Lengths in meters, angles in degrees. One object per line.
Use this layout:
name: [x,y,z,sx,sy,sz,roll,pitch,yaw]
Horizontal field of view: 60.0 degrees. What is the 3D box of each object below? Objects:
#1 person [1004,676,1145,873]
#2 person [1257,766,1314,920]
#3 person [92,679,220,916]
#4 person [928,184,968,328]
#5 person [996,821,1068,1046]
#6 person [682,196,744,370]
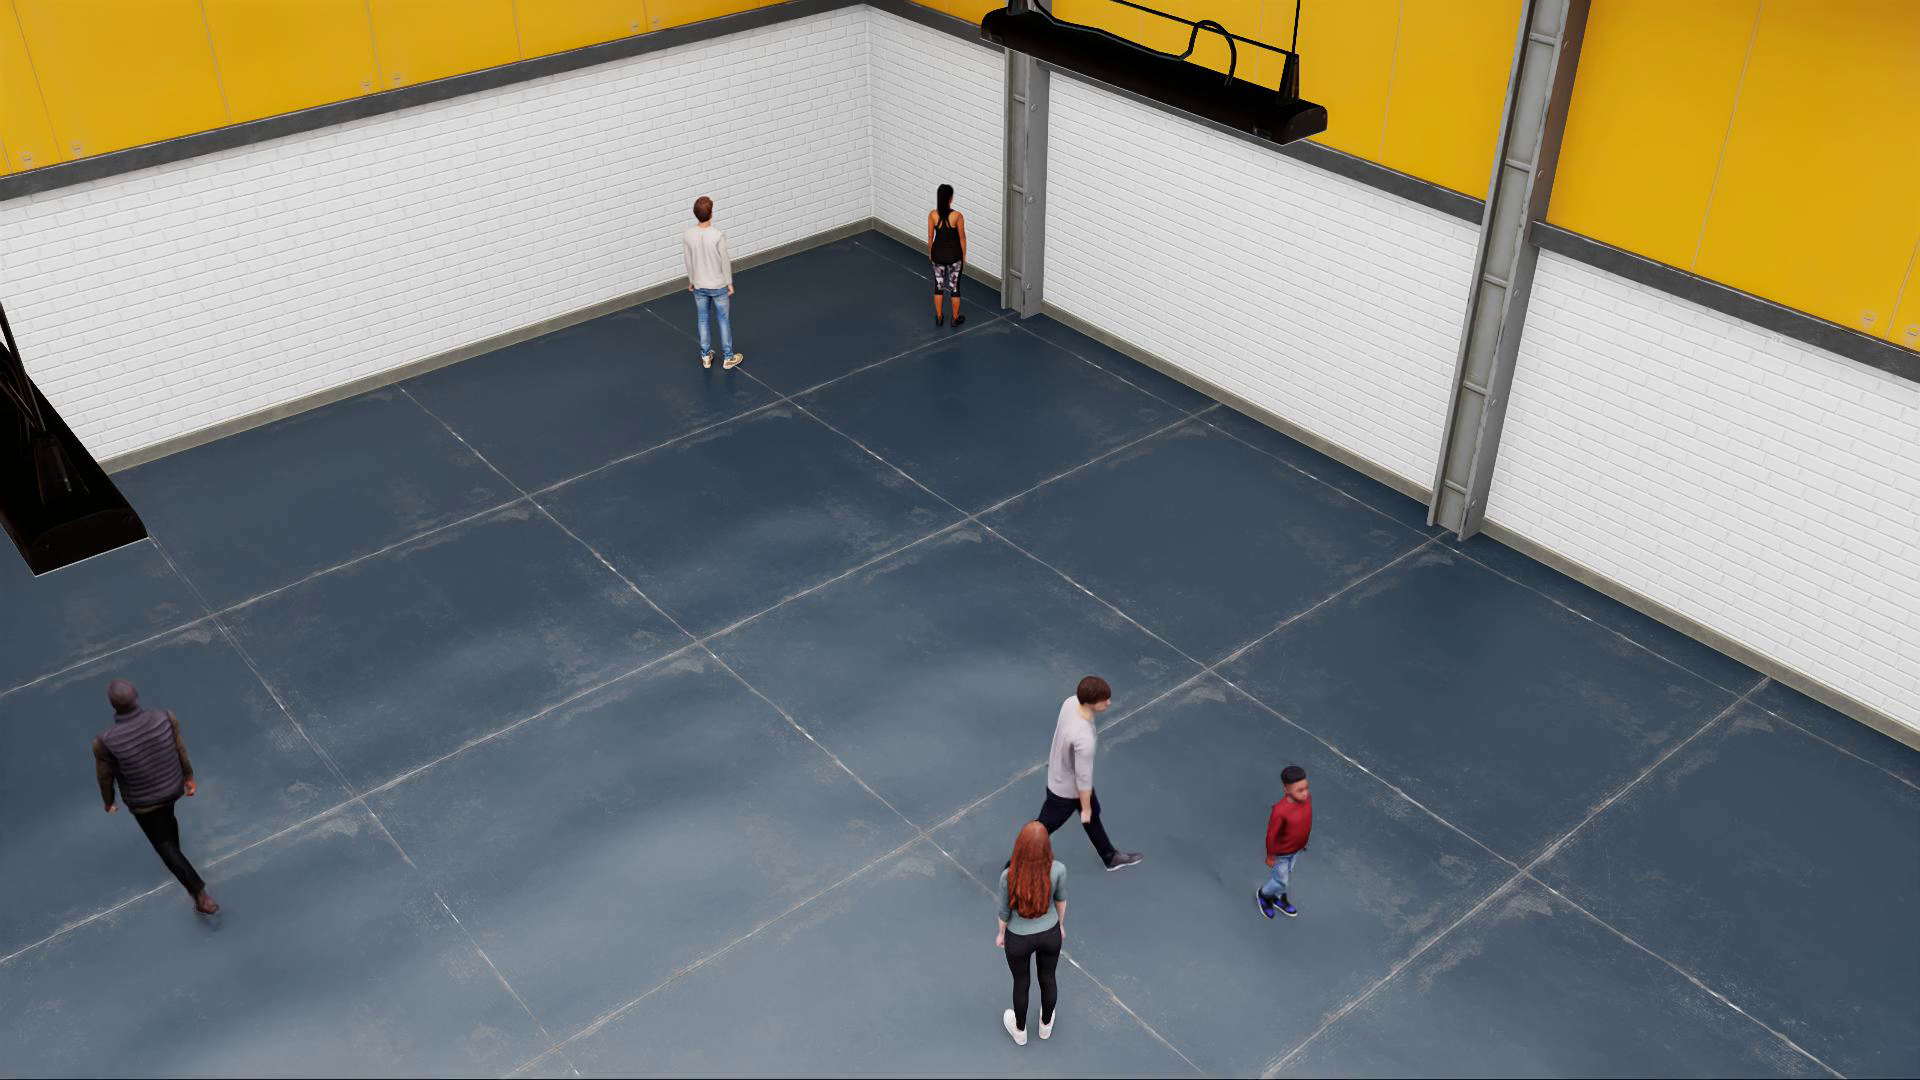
person: [0.631,1.630,11.138,1.222,1.782,1.219,-2,34,-2]
person: [2.129,1.984,11.086,0.505,1.251,0.482,-23,40,-31]
person: [-5.291,1.728,10.980,1.206,1.795,0.827,26,41,33]
person: [-0.147,-3.173,18.462,0.626,1.674,0.717,8,34,12]
person: [0.437,2.382,10.043,0.666,1.743,0.691,-5,34,-8]
person: [-2.634,-2.703,17.547,0.727,1.905,0.819,8,34,12]
